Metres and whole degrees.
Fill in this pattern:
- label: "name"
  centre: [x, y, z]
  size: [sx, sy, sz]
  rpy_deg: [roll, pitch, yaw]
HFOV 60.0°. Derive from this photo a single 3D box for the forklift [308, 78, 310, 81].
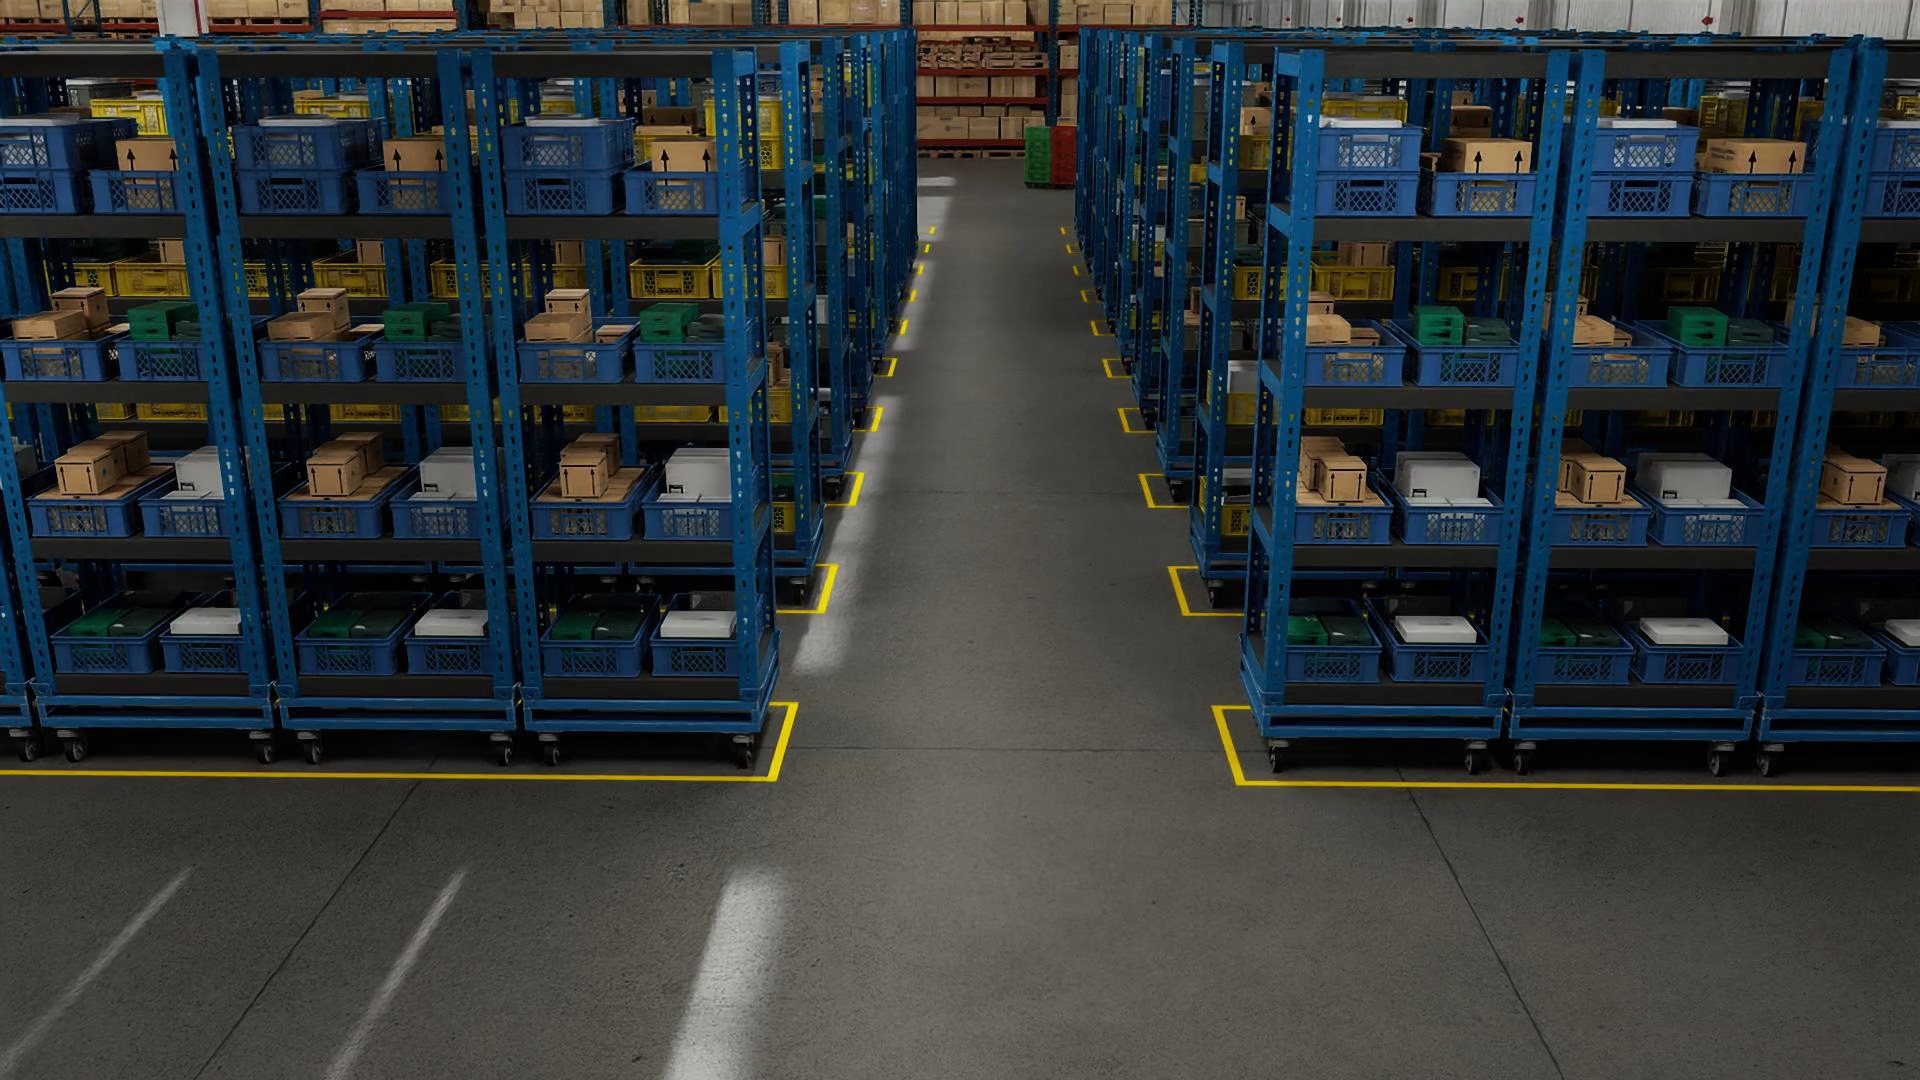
- label: "forklift"
  centre: [-16.447, -11.116, 43.066]
  size: [1.873, 2.768, 1.129]
  rpy_deg: [0, 17, 1]
